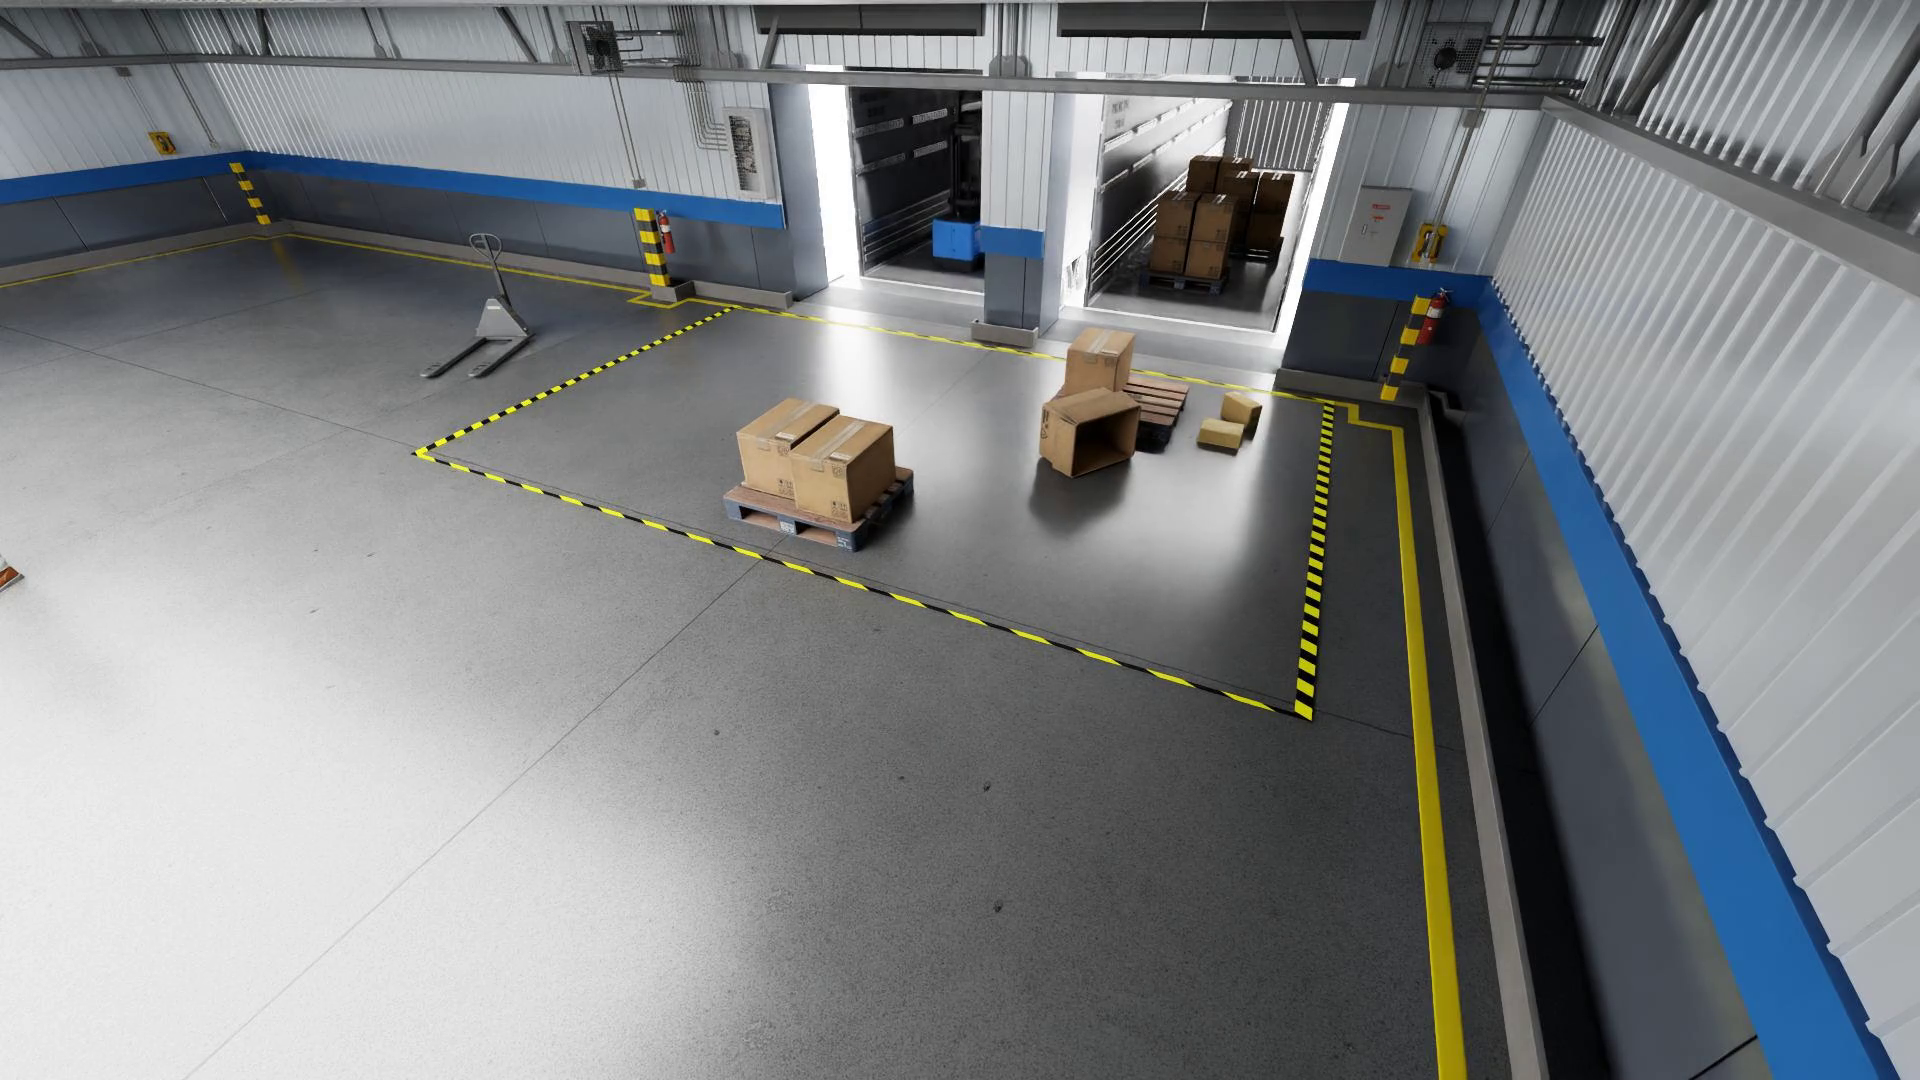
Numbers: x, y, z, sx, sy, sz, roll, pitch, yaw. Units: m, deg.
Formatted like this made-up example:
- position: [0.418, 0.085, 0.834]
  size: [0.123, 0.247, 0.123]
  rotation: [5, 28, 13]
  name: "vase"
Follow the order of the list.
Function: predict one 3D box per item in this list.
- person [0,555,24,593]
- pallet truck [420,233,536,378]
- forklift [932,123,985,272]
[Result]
- position: [-6.918, -0.450, 4.640]
  size: [0.615, 1.945, 0.395]
  rotation: [7, 36, 10]
  name: "person"
- position: [-5.664, -2.712, 8.427]
  size: [0.680, 1.201, 1.601]
  rotation: [0, 35, -1]
  name: "pallet truck"
- position: [0.057, -5.264, 11.317]
  size: [0.716, 2.013, 0.776]
  rotation: [15, 38, 20]
  name: "forklift"
